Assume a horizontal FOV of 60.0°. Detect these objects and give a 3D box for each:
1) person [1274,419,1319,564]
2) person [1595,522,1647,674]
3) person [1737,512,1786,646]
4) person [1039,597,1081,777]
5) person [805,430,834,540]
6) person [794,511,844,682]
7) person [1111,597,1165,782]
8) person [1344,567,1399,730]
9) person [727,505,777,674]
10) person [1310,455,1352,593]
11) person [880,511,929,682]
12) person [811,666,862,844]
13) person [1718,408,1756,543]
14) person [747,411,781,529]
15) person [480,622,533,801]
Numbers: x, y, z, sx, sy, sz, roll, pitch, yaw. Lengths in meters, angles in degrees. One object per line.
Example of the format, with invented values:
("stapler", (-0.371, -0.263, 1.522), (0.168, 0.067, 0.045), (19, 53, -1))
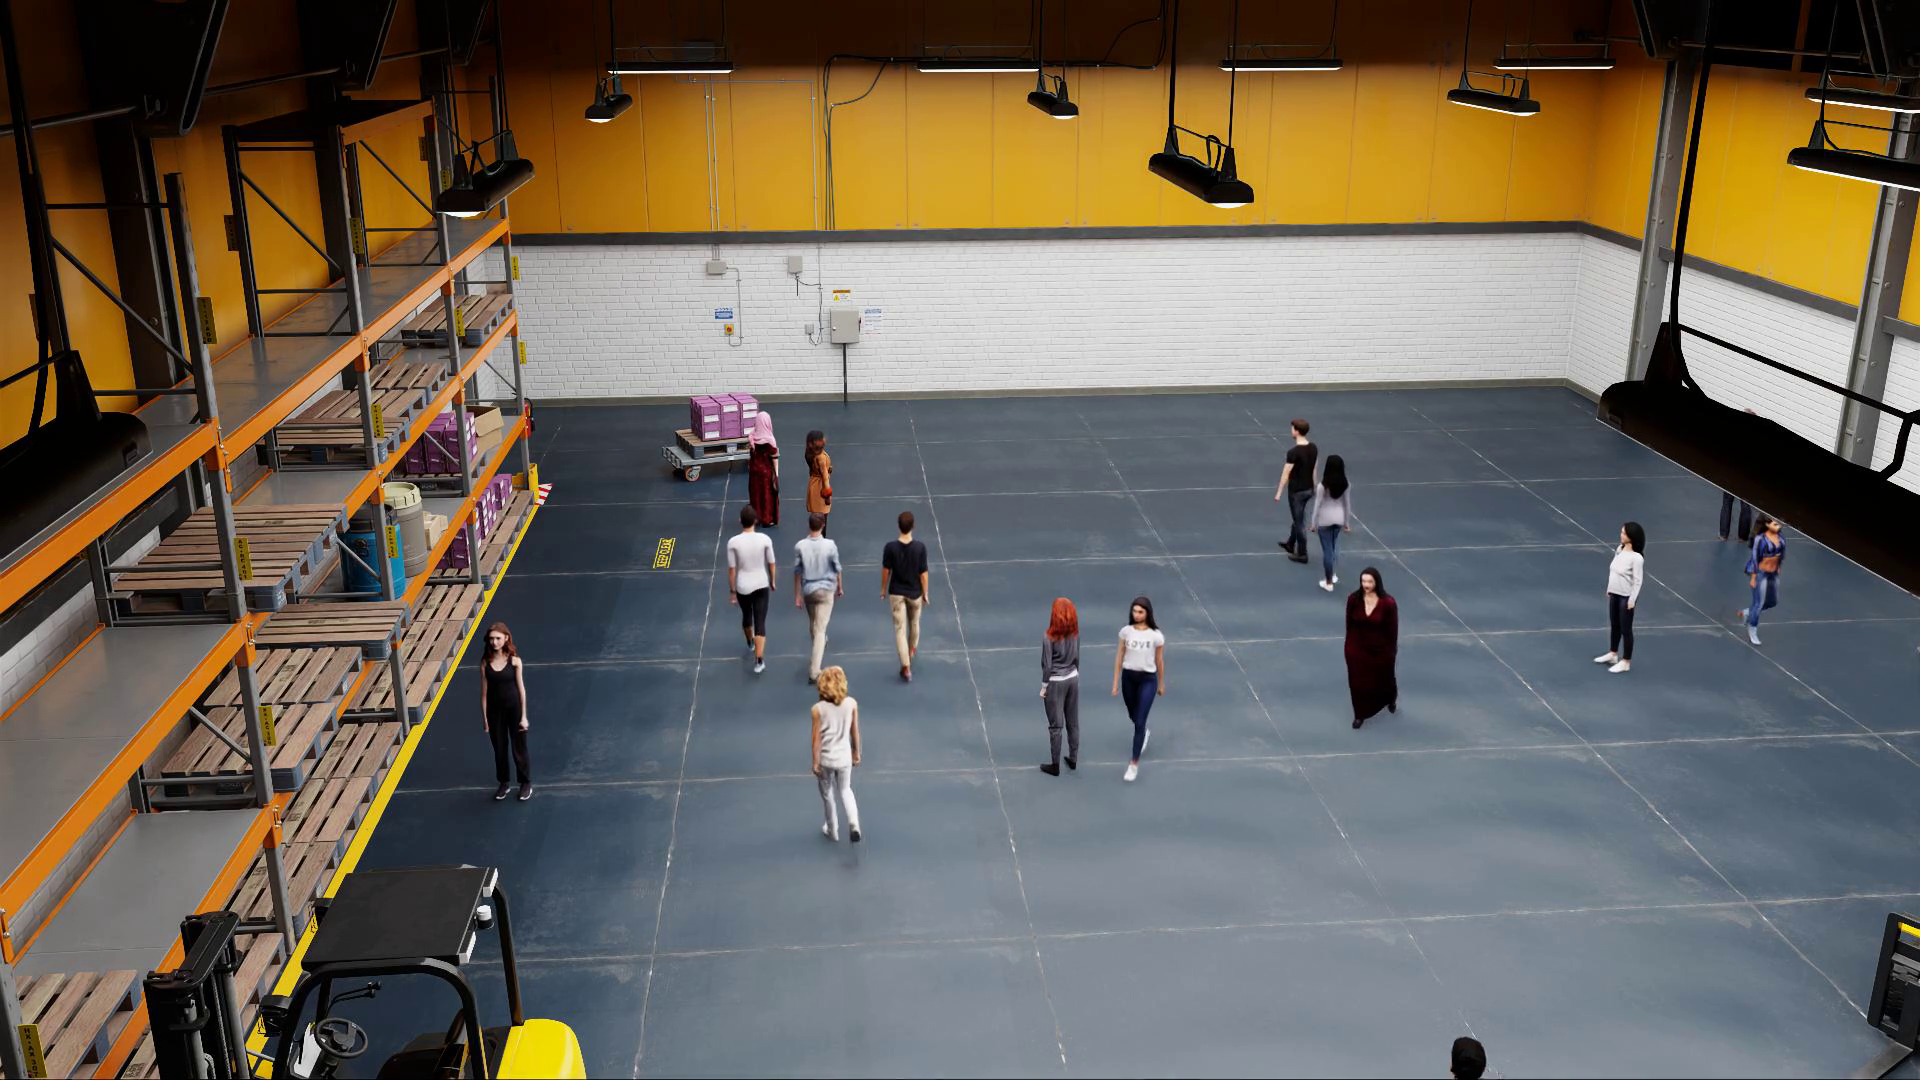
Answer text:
("person", (4.461, -0.612, 21.511), (0.959, 1.881, 1.047), (-13, 23, -34))
("person", (7.264, 0.607, 18.170), (0.702, 1.700, 0.511), (-4, 19, -12))
("person", (9.114, 0.395, 18.944), (0.696, 1.610, 0.744), (-6, 19, -17))
("person", (0.961, 1.377, 15.763), (0.655, 1.779, 0.648), (-11, 22, -30))
("person", (-1.840, -0.609, 21.761), (0.819, 1.715, 0.668), (-9, 21, -25))
("person", (-1.547, 0.633, 17.942), (0.888, 1.797, 1.277), (3, 19, 10))
("person", (1.739, 1.356, 15.894), (0.975, 1.735, 1.210), (8, 20, 24))
("person", (4.145, 1.067, 16.751), (0.923, 1.736, 1.019), (7, 20, 19))
("person", (-2.247, 0.567, 18.127), (0.655, 1.806, 1.216), (-2, 19, -5))
("person", (4.615, -0.179, 20.468), (0.690, 1.724, 0.666), (-7, 20, -19))
("person", (-0.579, 0.636, 17.894), (0.690, 1.823, 1.059), (-3, 19, -8))
("person", (-1.065, 1.905, 14.390), (0.766, 1.654, 0.926), (-9, 21, -24))
("person", (10.528, -0.882, 22.417), (0.735, 1.813, 0.732), (8, 20, 23))
("person", (-2.728, -0.978, 22.985), (0.770, 1.631, 0.792), (10, 21, 28))
("person", (-4.157, 1.562, 15.268), (0.555, 1.744, 0.497), (-1, 19, -4))
